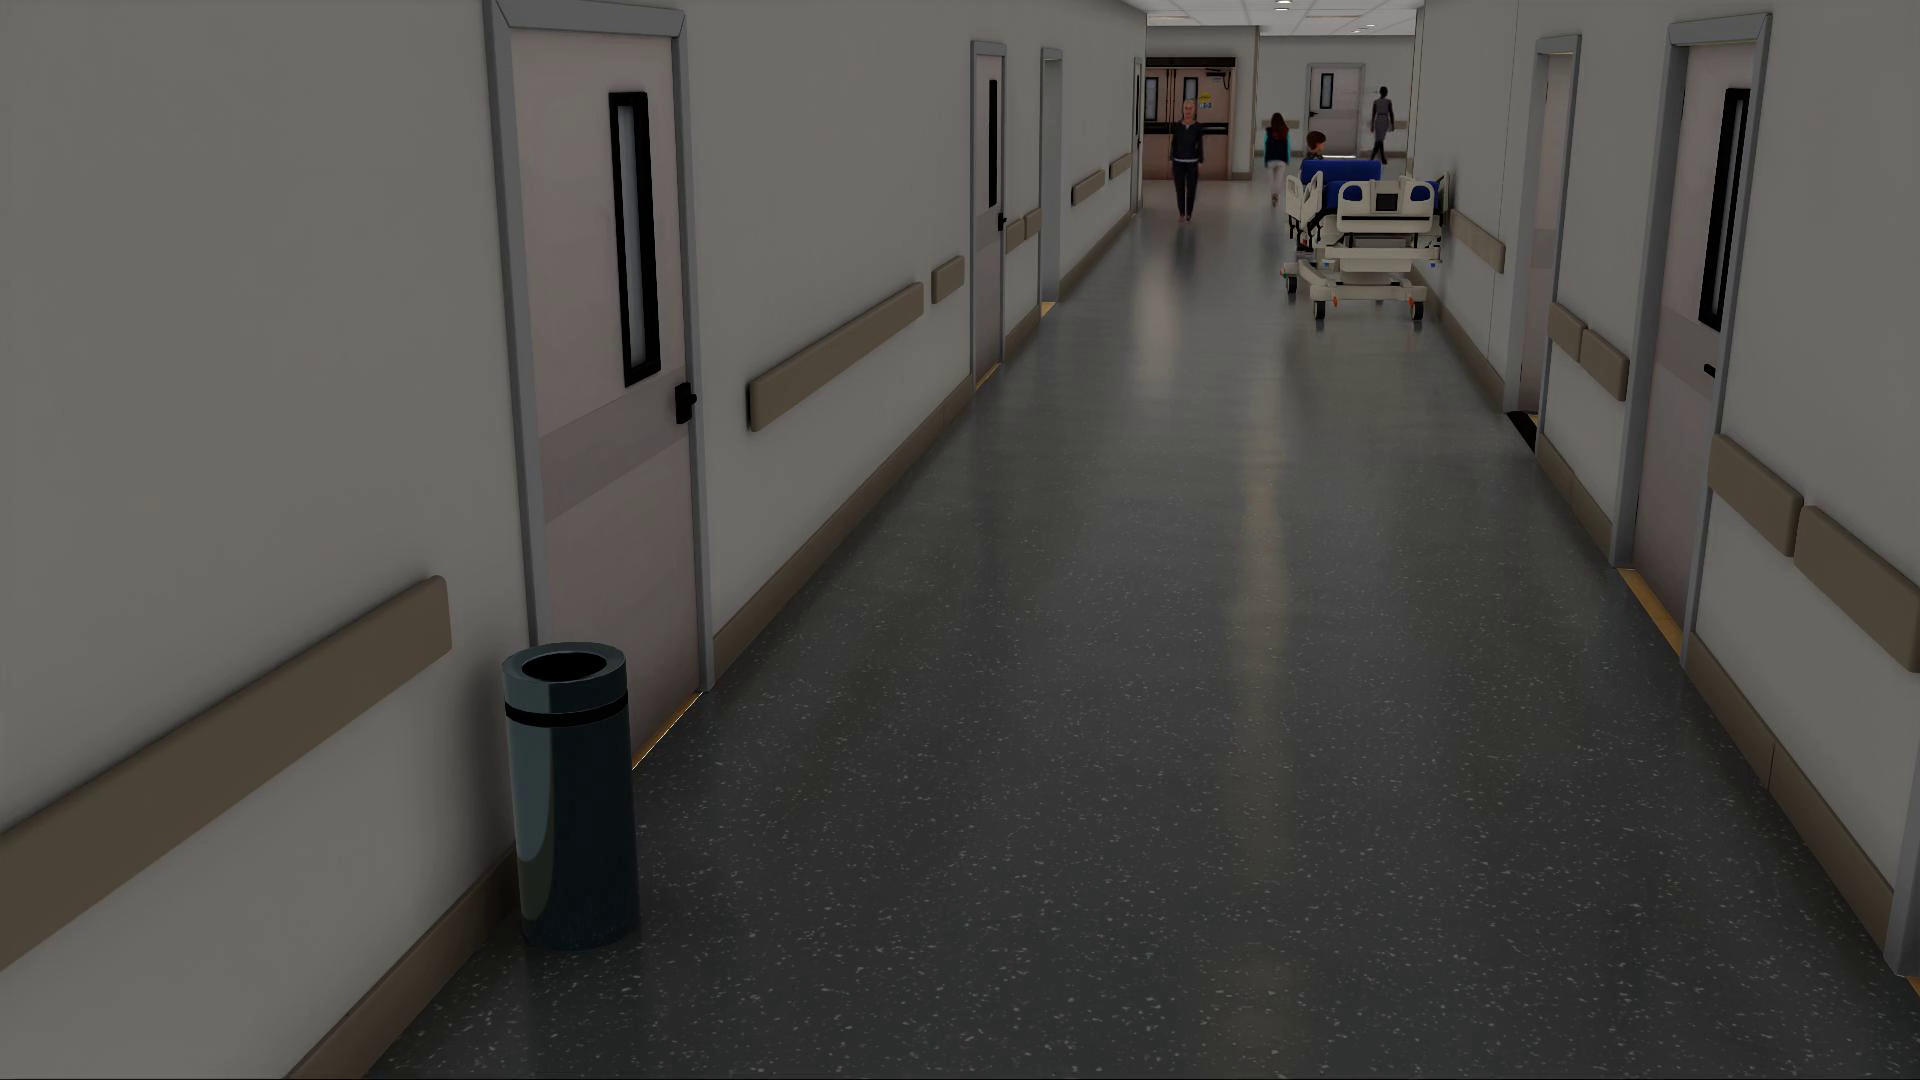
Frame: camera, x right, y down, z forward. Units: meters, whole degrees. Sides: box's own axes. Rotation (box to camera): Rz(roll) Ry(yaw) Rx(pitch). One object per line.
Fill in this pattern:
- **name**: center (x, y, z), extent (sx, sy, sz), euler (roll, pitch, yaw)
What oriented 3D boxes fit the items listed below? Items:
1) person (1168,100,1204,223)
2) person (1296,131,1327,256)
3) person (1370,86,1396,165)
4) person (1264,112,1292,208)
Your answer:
- **person**: center (3.260, -5.441, 23.965), extent (0.929, 1.700, 0.759), euler (5, 17, 18)
- **person**: center (4.199, -4.150, 19.864), extent (0.603, 1.439, 0.582), euler (-6, 17, -20)
- **person**: center (9.485, -9.288, 37.546), extent (1.217, 1.734, 1.081), euler (12, 20, 36)
- **person**: center (5.025, -6.000, 26.372), extent (0.964, 1.468, 0.722), euler (5, 17, 18)
